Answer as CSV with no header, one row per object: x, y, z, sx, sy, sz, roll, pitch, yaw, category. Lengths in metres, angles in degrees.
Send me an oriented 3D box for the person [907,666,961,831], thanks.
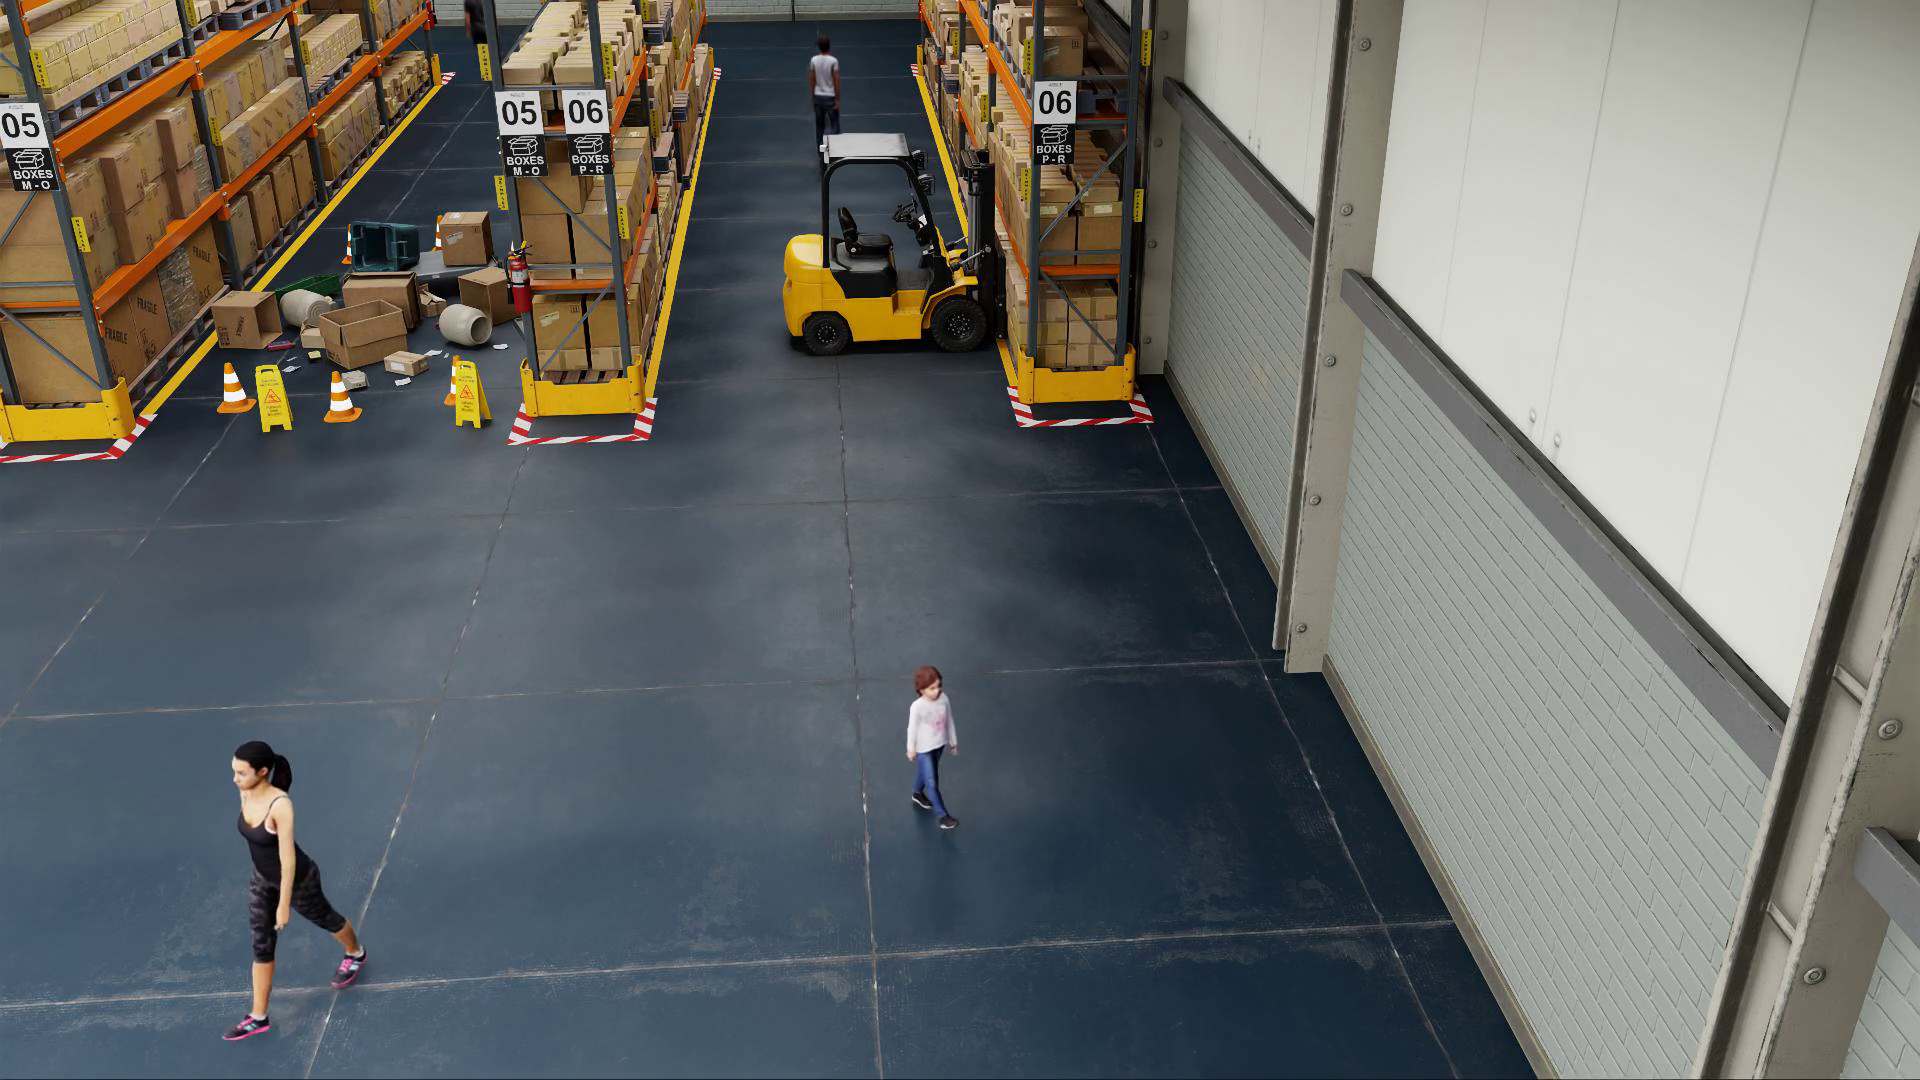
-0.225,1.262,10.551,0.697,1.087,0.806,-21,34,-35,person

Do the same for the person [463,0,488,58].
-8.705,-9.234,30.239,1.033,1.724,1.236,-17,32,-30,person

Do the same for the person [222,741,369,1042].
-3.507,1.788,8.878,1.016,1.684,1.183,15,31,27,person

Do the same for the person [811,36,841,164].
-2.043,-6.582,24.961,0.789,1.841,1.041,3,27,6,person
